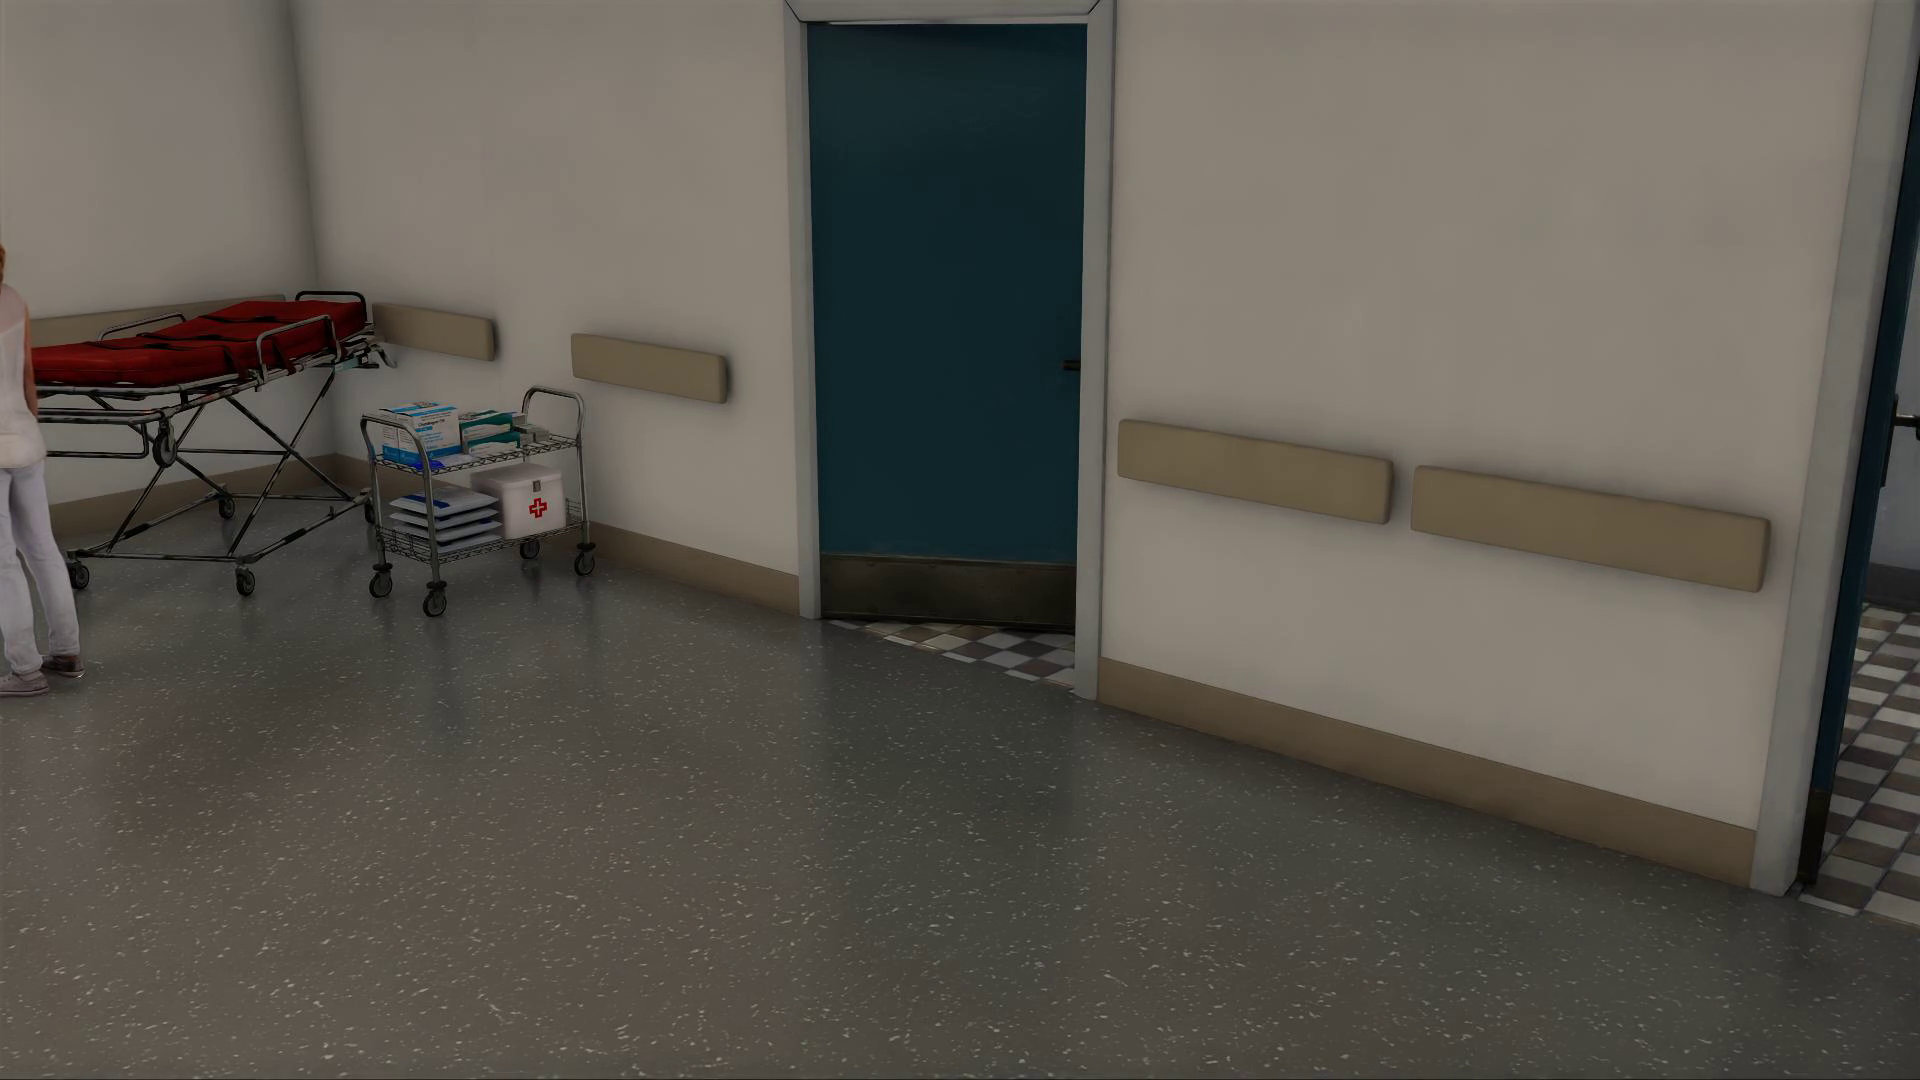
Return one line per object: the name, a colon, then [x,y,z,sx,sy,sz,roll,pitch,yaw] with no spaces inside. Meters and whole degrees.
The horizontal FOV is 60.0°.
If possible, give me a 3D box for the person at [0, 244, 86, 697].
person: [-3.226,-0.303,5.554,0.703,1.669,0.692,3,16,10]
